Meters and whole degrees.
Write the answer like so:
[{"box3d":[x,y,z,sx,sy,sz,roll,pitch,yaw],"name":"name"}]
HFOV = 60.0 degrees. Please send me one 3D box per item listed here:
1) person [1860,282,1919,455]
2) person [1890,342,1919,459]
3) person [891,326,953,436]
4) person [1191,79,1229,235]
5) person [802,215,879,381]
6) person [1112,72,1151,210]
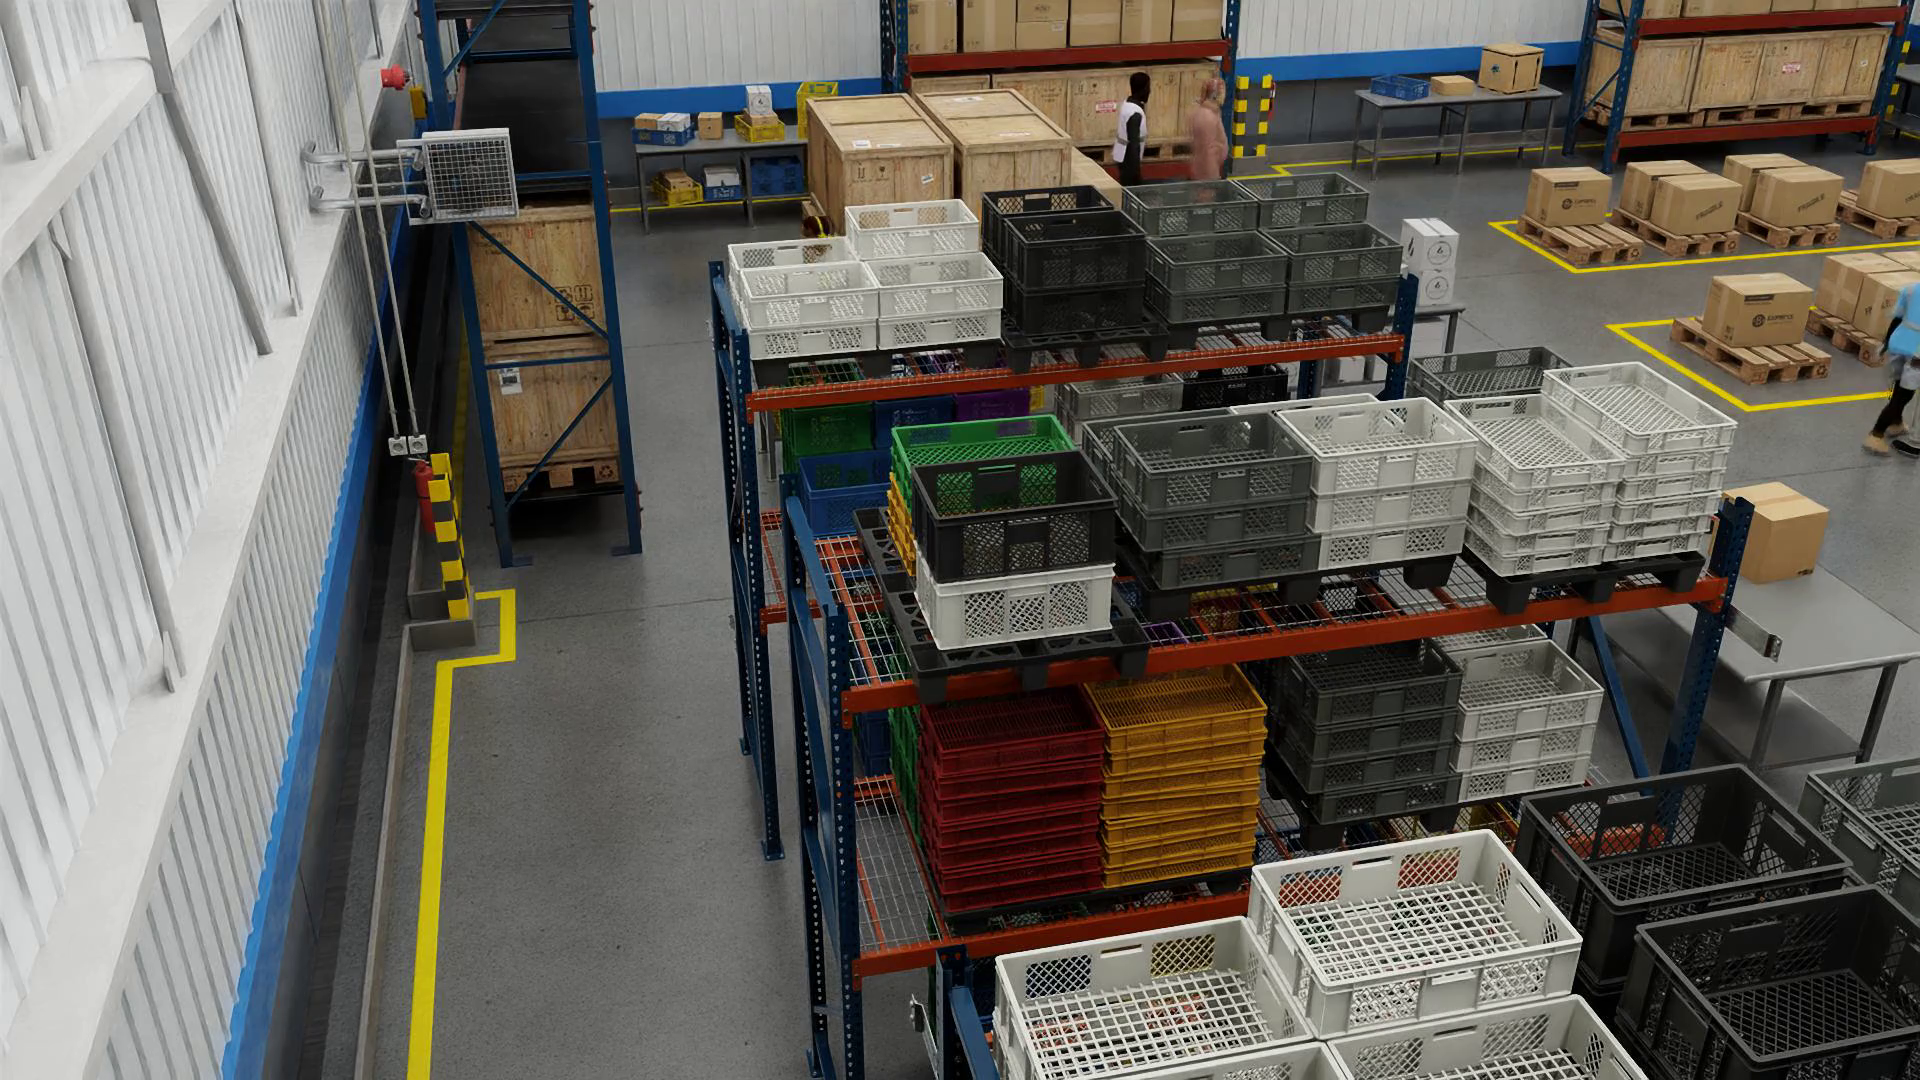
[{"box3d":[7.678,-1.509,13.410,0.755,1.661,0.544,-13,31,-24],"name":"person"},{"box3d":[7.880,-1.528,13.252,0.586,1.835,0.403,-3,28,-6],"name":"person"},{"box3d":[-0.282,-0.939,12.081,0.584,1.882,0.337,-23,36,-37],"name":"person"},{"box3d":[2.685,-3.994,17.869,0.434,1.889,0.653,2,28,4],"name":"person"},{"box3d":[-1.001,-1.823,13.825,0.859,1.836,0.538,-11,30,-19],"name":"person"},{"box3d":[1.851,-4.127,18.105,0.389,1.909,0.592,0,28,0],"name":"person"}]
